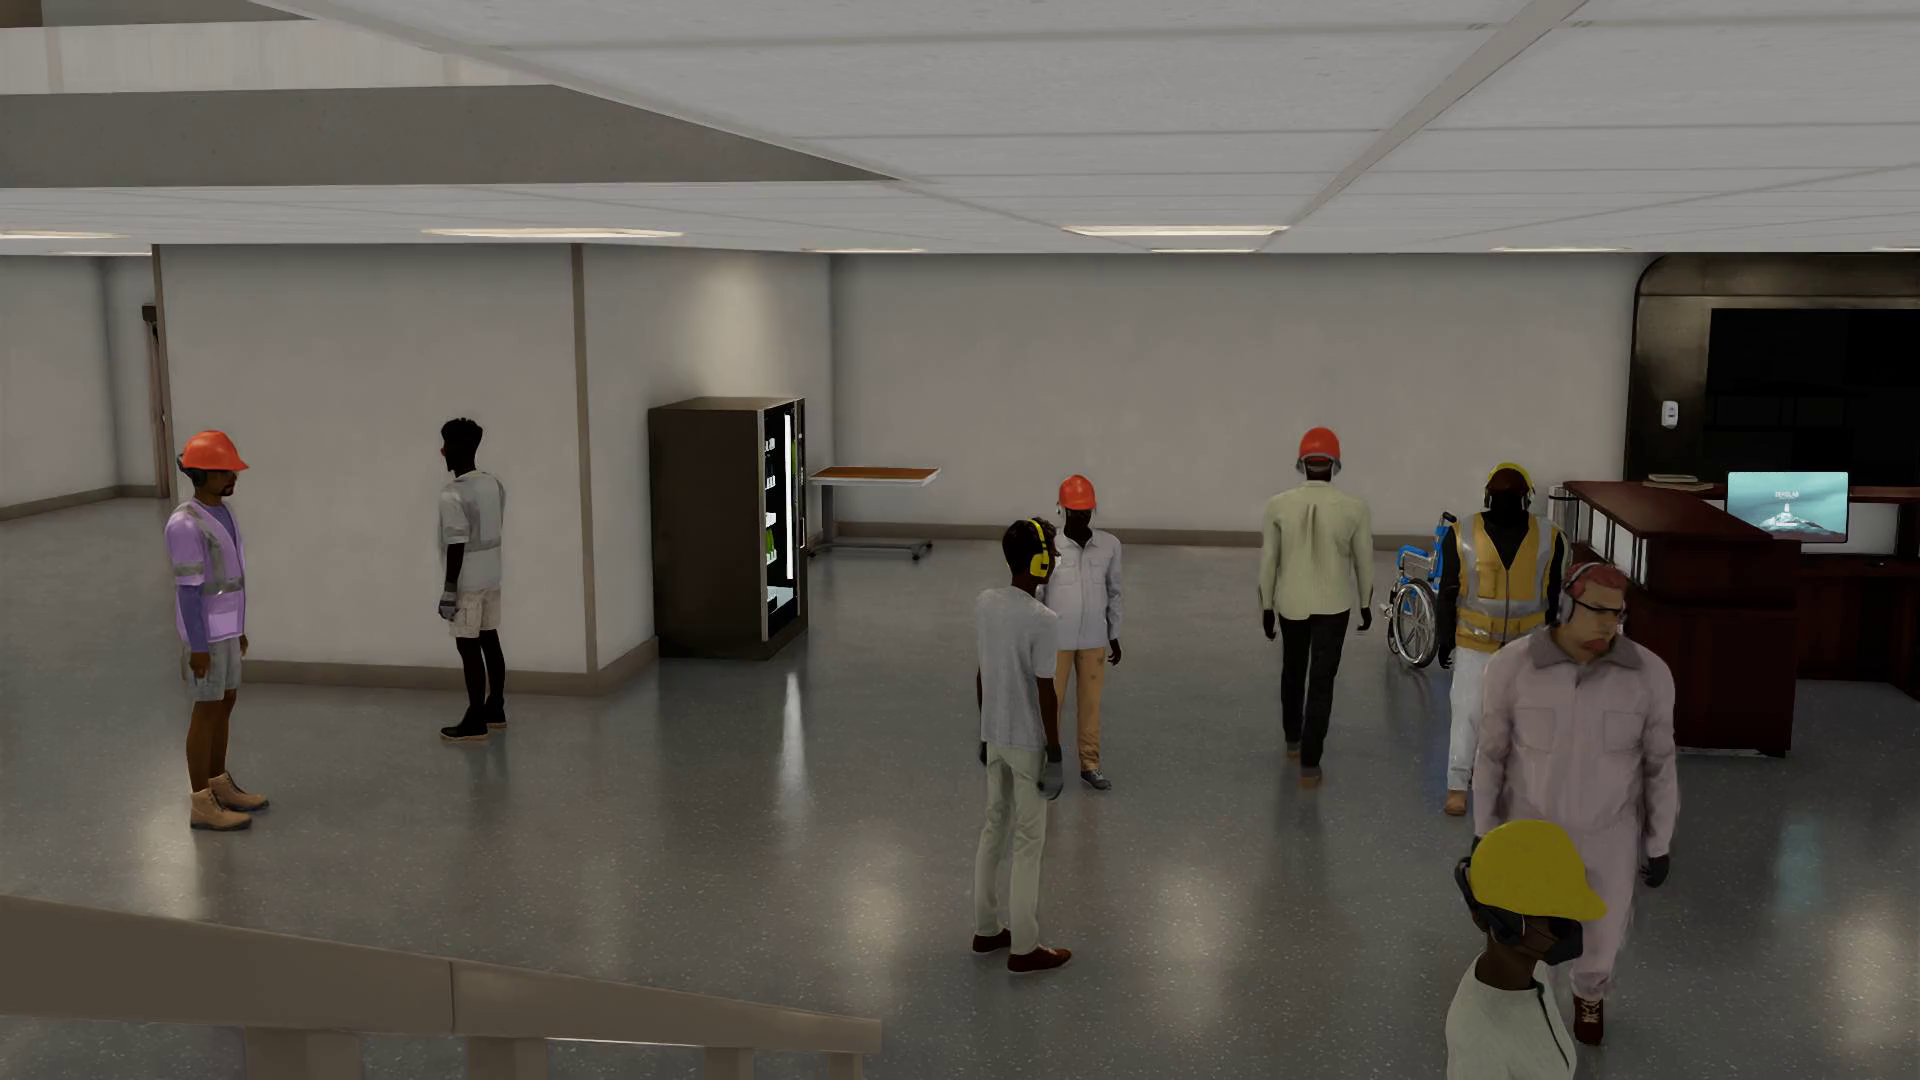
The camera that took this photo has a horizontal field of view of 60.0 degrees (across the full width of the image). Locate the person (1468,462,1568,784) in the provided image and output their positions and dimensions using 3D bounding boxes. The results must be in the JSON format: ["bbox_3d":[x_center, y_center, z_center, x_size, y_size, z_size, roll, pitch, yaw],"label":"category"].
[{"bbox_3d":[2.999,0.476,9.108,0.403,1.818,0.601,-9,13,-43],"label":"person"}]

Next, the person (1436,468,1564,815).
[{"bbox_3d":[2.803,0.536,8.660,0.633,1.839,0.429,2,9,10],"label":"person"}]

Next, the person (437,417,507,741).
[{"bbox_3d":[-2.979,0.238,10.115,0.362,1.962,0.611,2,9,11],"label":"person"}]

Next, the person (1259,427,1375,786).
[{"bbox_3d":[2.035,0.345,9.424,0.608,1.960,0.925,4,10,24],"label":"person"}]

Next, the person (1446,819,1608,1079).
[{"bbox_3d":[1.118,1.423,3.410,0.312,1.769,0.525,4,10,25],"label":"person"}]

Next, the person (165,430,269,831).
[{"bbox_3d":[-3.791,0.455,8.529,0.393,2.041,0.614,-1,9,-5],"label":"person"}]

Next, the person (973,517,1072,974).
[{"bbox_3d":[0.245,0.832,6.779,0.324,1.861,0.511,-7,12,-37],"label":"person"}]

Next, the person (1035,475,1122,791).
[{"bbox_3d":[0.629,0.513,9.062,0.563,1.752,0.328,-3,10,-18],"label":"person"}]

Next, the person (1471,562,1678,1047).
[{"bbox_3d":[2.133,0.983,5.825,0.686,1.873,0.878,3,10,15],"label":"person"}]
